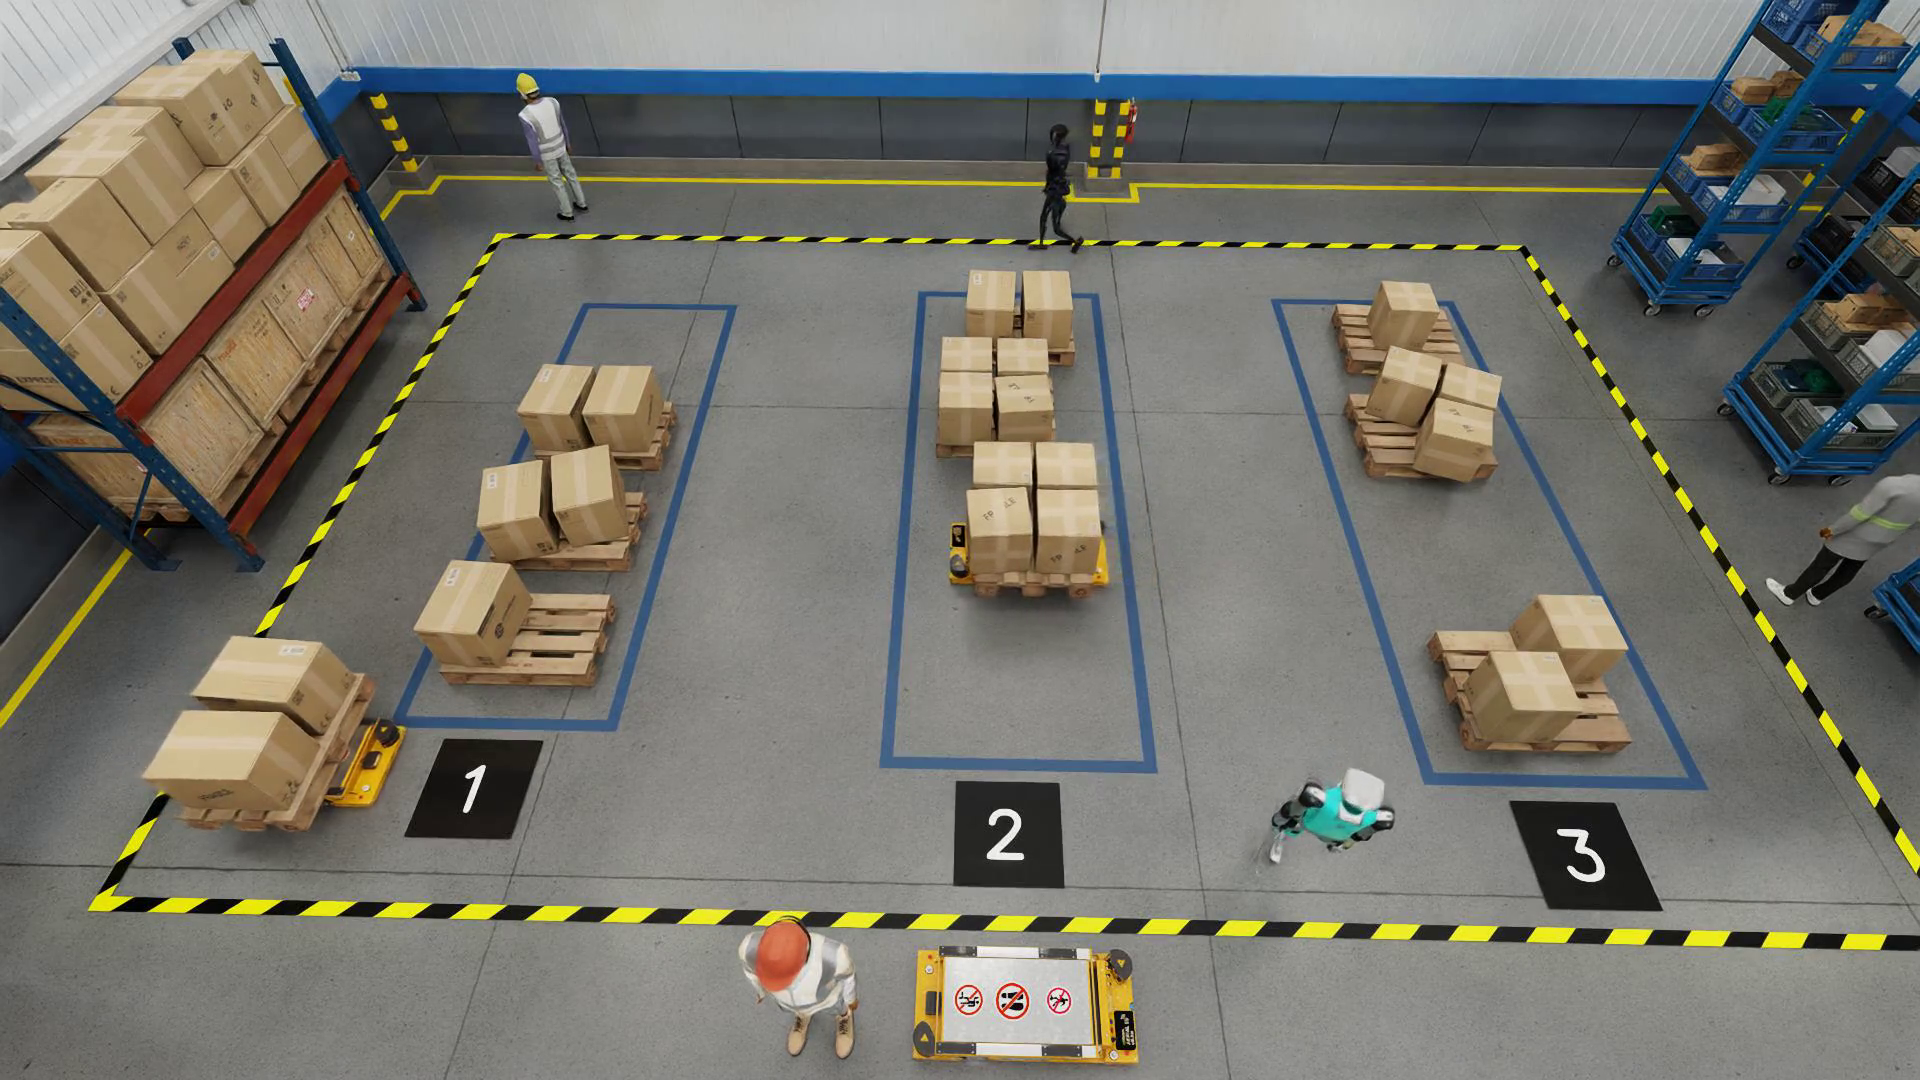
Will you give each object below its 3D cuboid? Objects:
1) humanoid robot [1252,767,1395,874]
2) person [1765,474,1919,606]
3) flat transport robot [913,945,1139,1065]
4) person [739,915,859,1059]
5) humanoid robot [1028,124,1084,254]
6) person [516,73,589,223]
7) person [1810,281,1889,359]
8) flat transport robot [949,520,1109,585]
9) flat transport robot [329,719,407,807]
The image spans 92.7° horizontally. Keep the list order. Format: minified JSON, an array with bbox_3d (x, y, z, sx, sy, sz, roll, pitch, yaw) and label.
[{"bbox_3d":[2.367,1.790,6.095,0.566,1.803,0.762,15,52,12],"label":"humanoid robot"},{"bbox_3d":[7.469,-0.102,7.547,0.589,1.852,0.397,5,51,4],"label":"person"},{"bbox_3d":[0.422,3.041,6.007,1.431,0.231,0.659,1,51,1],"label":"flat transport robot"},{"bbox_3d":[-0.885,2.585,5.236,0.613,2.040,0.373,4,51,3],"label":"person"},{"bbox_3d":[1.206,-4.197,11.015,0.655,1.638,0.612,-7,51,-6],"label":"humanoid robot"},{"bbox_3d":[-5.123,-4.877,11.451,0.404,1.830,0.601,24,55,18],"label":"person"},{"bbox_3d":[9.485,-2.322,9.424,0.530,1.740,0.658,5,51,4],"label":"person"},{"bbox_3d":[0.624,0.089,8.395,1.431,0.197,0.652,1,51,1],"label":"flat transport robot"},{"bbox_3d":[-5.146,1.701,7.081,1.431,0.197,0.652,1,51,1],"label":"flat transport robot"}]
